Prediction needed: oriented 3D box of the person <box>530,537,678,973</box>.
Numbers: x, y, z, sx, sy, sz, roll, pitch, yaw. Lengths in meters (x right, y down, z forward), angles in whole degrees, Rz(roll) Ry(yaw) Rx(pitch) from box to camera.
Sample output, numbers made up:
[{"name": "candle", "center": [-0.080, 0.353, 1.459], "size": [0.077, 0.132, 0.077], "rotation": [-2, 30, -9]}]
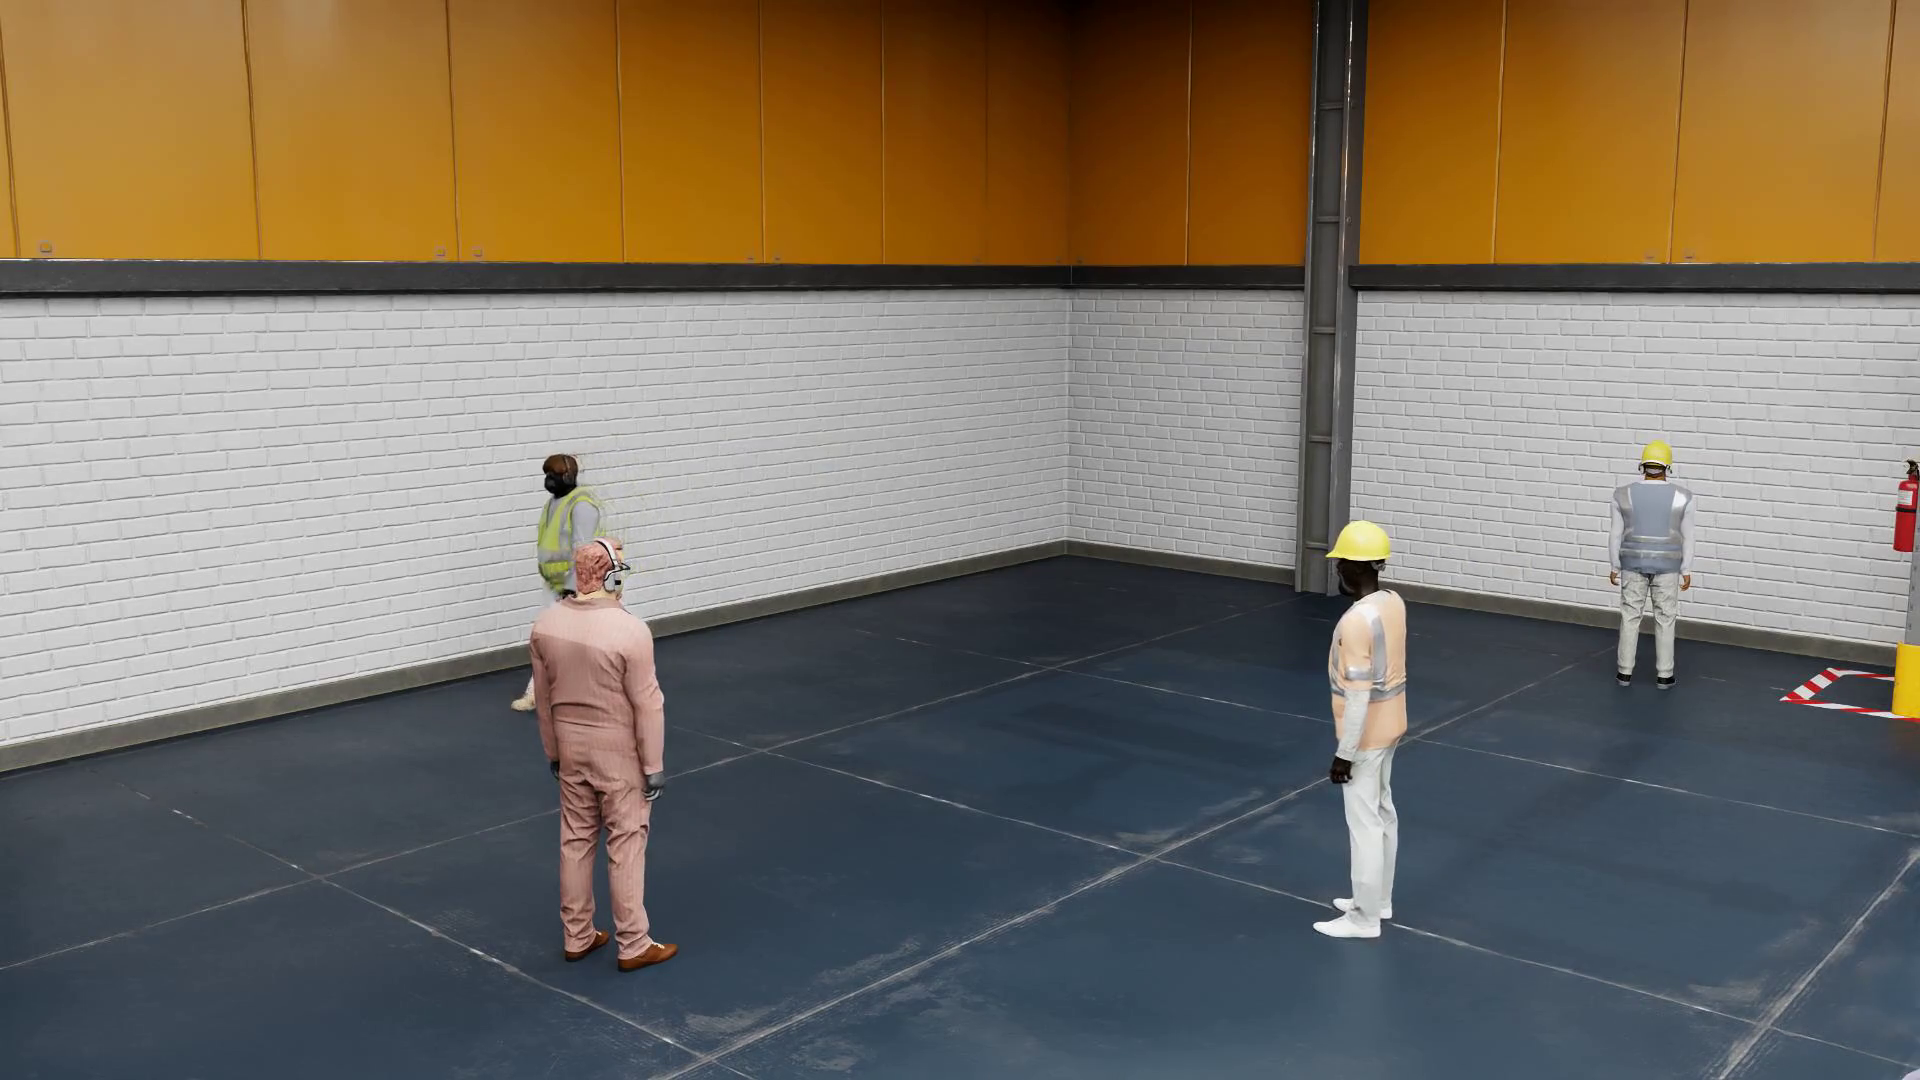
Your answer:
[{"name": "person", "center": [-1.542, 0.933, 7.279], "size": [0.647, 1.908, 0.409], "rotation": [4, 10, 26]}]

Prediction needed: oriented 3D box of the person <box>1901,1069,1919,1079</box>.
[{"name": "person", "center": [3.198, 1.327, 5.050], "size": [0.645, 1.843, 0.995], "rotation": [-3, 9, -17]}]

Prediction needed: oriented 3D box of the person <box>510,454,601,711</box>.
[{"name": "person", "center": [-2.704, 0.280, 11.746], "size": [0.959, 1.805, 0.637], "rotation": [-8, 12, -41]}]

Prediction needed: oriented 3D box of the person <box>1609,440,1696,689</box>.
[{"name": "person", "center": [5.080, 0.181, 12.230], "size": [0.590, 1.833, 0.404], "rotation": [4, 10, 24]}]

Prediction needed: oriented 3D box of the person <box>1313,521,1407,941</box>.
[{"name": "person", "center": [1.835, 0.869, 7.612], "size": [0.385, 1.928, 0.589], "rotation": [6, 11, 31]}]
